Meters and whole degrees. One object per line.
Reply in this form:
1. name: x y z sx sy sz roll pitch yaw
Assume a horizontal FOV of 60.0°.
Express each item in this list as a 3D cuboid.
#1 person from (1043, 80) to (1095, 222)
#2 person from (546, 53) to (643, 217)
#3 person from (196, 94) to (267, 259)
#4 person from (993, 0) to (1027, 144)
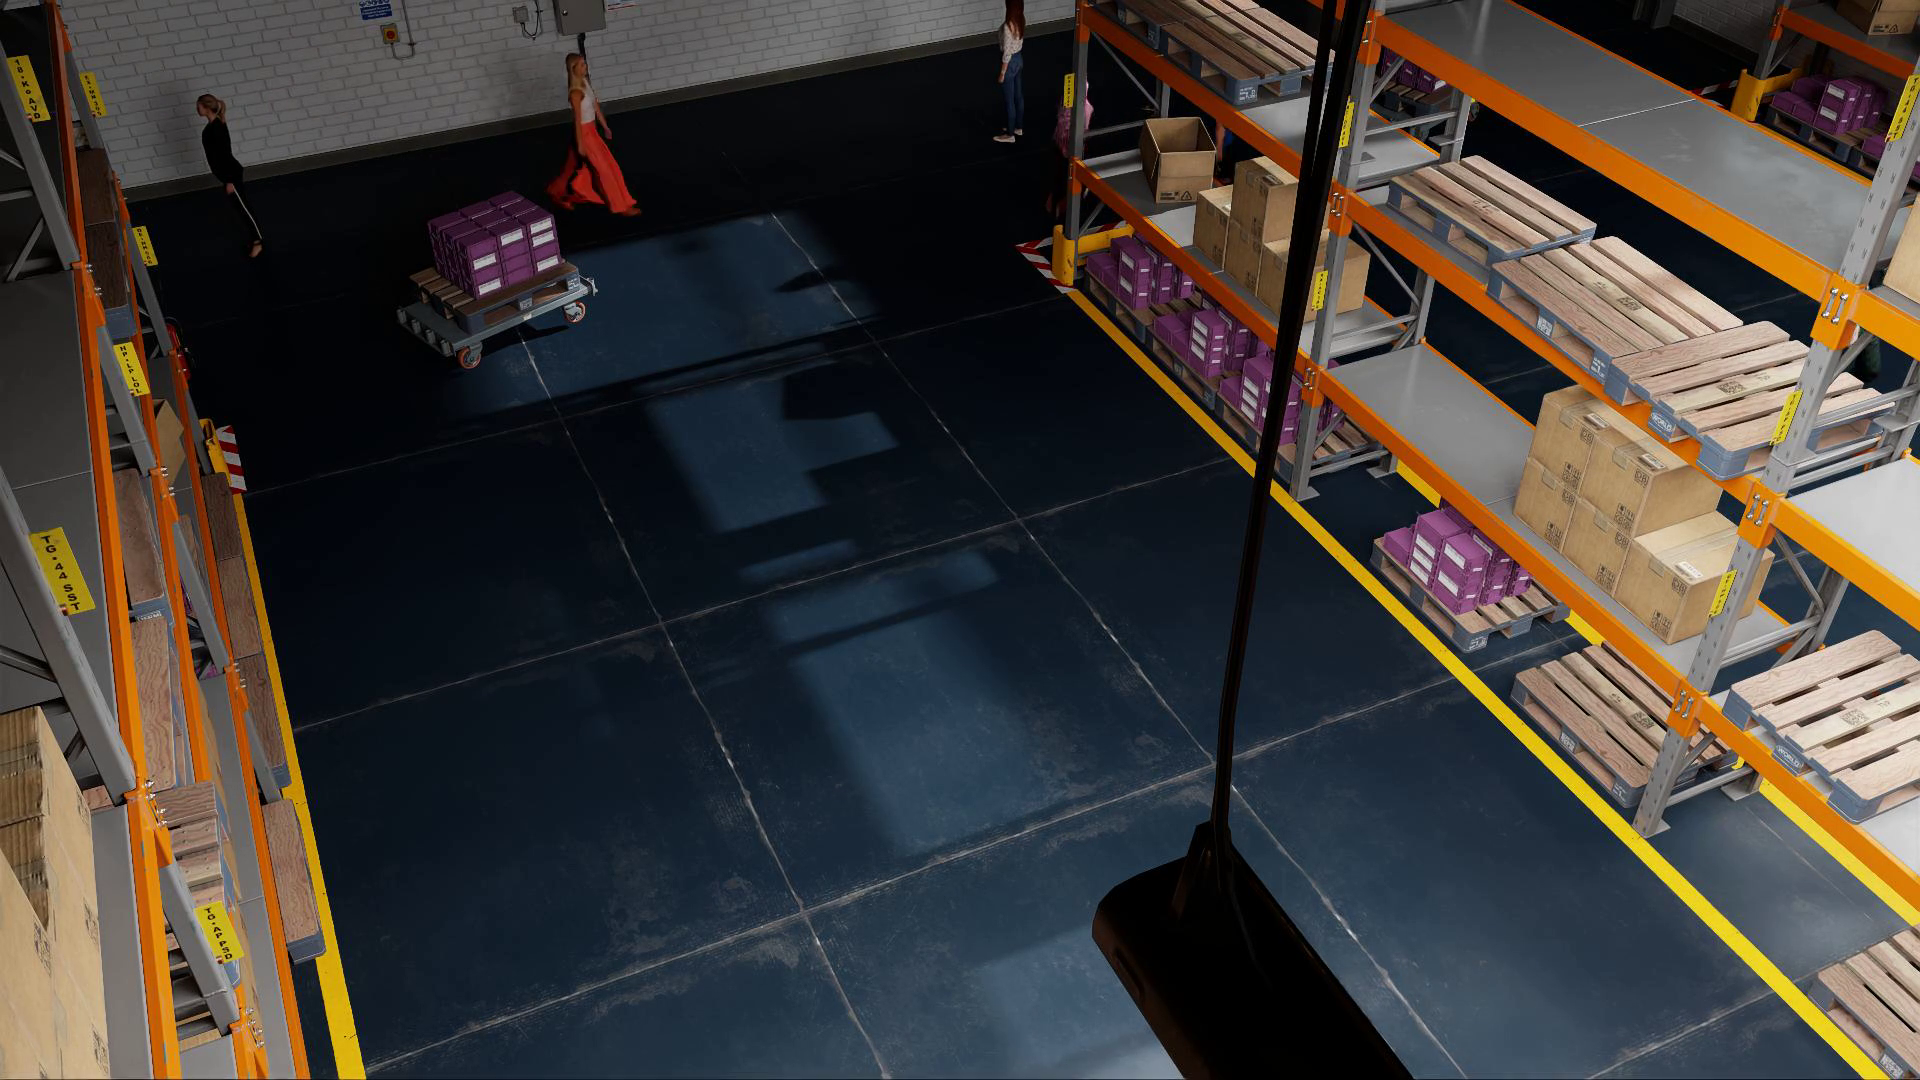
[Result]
1. person: 1.189 -4.040 17.045 0.752 1.618 0.738 -13 41 -16
2. person: -3.917 -4.115 17.027 1.065 1.757 1.251 1 39 1
3. person: -7.184 -3.588 16.409 0.684 1.706 0.495 -12 40 -14
4. person: 0.580 -5.288 18.519 0.691 1.729 0.653 17 42 20
